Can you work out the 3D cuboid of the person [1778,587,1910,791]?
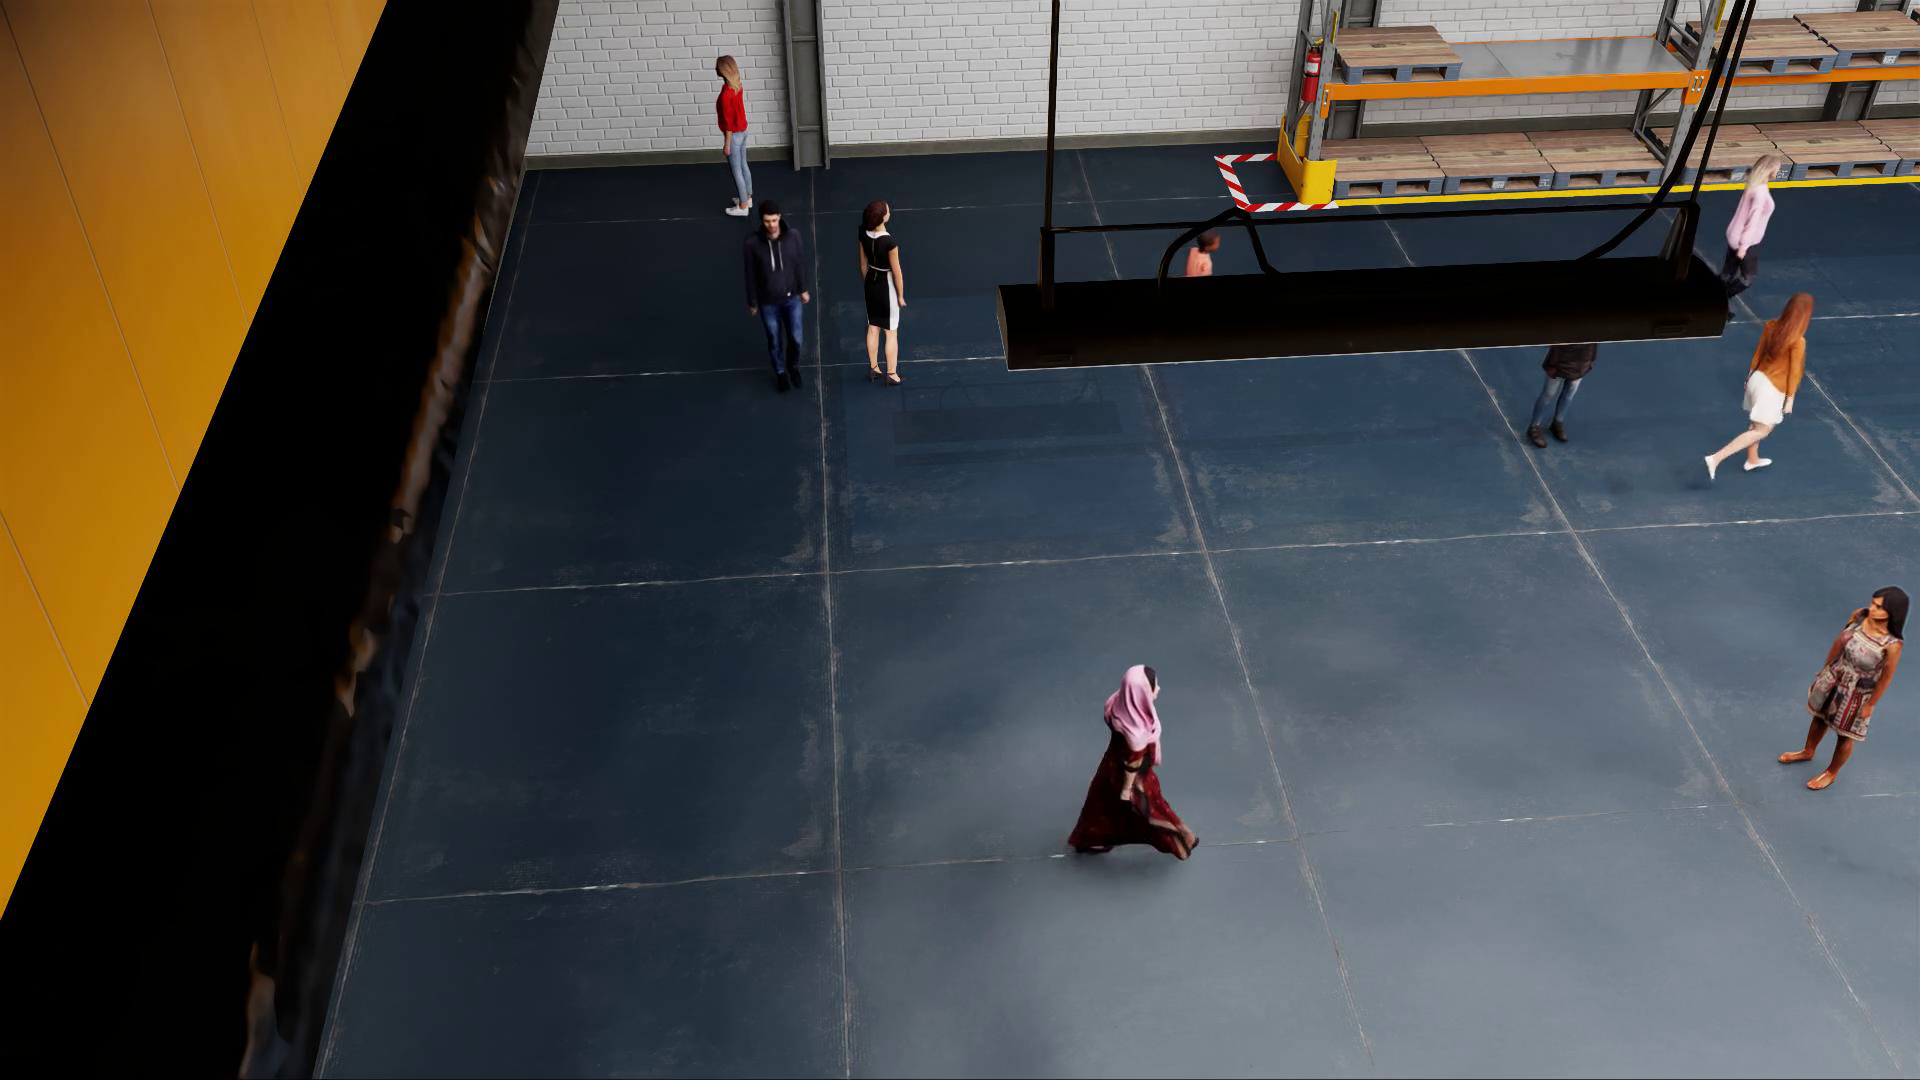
[{"bbox_3d":[5.807,0.945,10.820,0.604,1.645,0.694,-11,40,-14],"label":"person"}]

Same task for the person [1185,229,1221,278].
[{"bbox_3d":[2.066,-2.231,15.078,0.762,1.294,0.597,-16,41,-19],"label":"person"}]

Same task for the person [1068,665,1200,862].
[{"bbox_3d":[0.973,1.398,10.272,1.067,1.619,0.684,-1,39,-2],"label":"person"}]

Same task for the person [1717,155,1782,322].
[{"bbox_3d":[7.202,-2.803,15.485,0.694,1.679,0.704,9,40,12],"label":"person"}]

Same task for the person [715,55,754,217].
[{"bbox_3d":[-2.333,-4.178,17.187,0.593,1.704,0.670,7,39,8],"label":"person"}]

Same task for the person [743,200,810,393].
[{"bbox_3d":[-1.595,-2.172,14.541,0.602,1.872,0.799,-8,39,-10],"label":"person"}]

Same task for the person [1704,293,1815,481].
[{"bbox_3d":[6.492,-1.201,13.463,1.025,1.701,0.704,-9,40,-11],"label":"person"}]

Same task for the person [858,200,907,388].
[{"bbox_3d":[-0.685,-2.151,14.576,0.623,1.796,0.703,24,44,27],"label":"person"}]
